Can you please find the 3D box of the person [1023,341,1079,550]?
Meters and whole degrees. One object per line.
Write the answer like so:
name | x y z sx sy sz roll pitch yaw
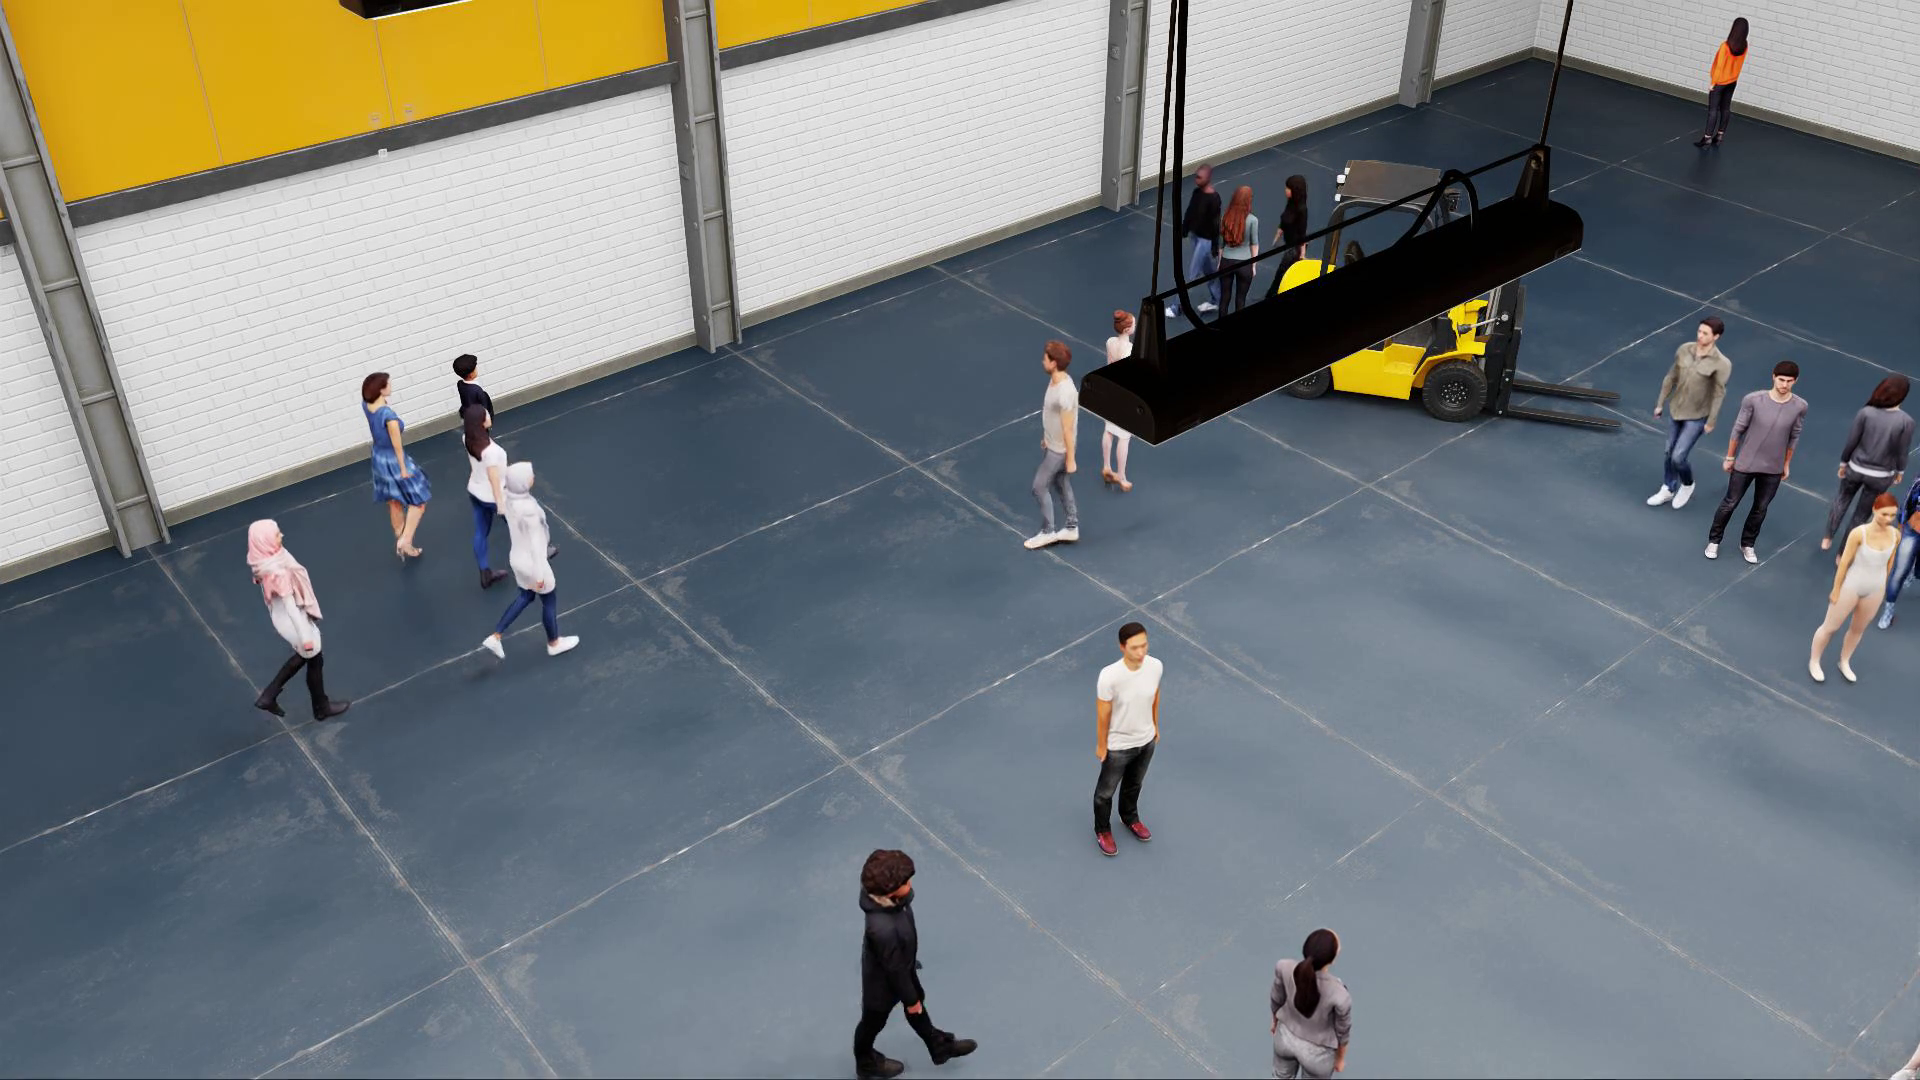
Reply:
person | 0.932 -0.790 14.143 0.915 1.861 0.864 -4 34 -5

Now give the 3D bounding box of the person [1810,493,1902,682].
person | 6.816 0.356 12.616 0.585 1.643 0.668 0 34 0

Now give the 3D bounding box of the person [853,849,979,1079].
person | -0.487 2.437 9.387 1.061 1.750 0.986 1 34 2

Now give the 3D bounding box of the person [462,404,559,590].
person | -3.916 -0.309 13.598 0.705 1.663 0.957 26 42 34

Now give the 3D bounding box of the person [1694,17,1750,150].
person | 10.239 -6.126 22.272 0.577 1.748 0.736 -14 36 -21

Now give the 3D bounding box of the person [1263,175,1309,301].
person | 3.668 -3.133 17.908 1.161 1.594 0.952 -5 34 -8

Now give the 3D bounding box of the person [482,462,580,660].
person | -3.367 0.211 12.728 0.959 1.759 0.619 -26 41 -33

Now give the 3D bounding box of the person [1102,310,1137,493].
person | 1.436 -1.250 14.899 0.484 1.789 0.582 -22 40 -30

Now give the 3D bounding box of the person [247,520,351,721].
person | -4.908 0.646 12.046 0.877 1.790 0.656 -22 39 -29

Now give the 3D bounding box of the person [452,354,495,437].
person | -4.454 -1.142 15.249 0.546 1.223 0.548 21 39 28

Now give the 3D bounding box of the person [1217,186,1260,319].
person | 2.884 -2.860 17.363 0.657 1.743 0.665 15 37 22

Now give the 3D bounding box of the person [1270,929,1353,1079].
person | 1.866 2.733 9.007 0.666 1.678 0.652 24 40 31

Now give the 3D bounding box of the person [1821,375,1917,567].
person | 7.564 -0.541 13.860 0.656 1.759 0.648 26 42 33

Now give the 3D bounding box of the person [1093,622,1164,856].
person | 1.107 1.291 11.062 0.532 1.804 0.731 -17 37 -24

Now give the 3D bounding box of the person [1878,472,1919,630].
person | 7.694 -0.042 13.248 0.745 1.605 1.001 26 41 33

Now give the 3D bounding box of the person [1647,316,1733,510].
person | 6.493 -1.137 14.670 0.745 1.855 0.764 -16 37 -22

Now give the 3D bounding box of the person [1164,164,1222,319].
person | 2.690 -3.237 17.961 1.134 1.709 0.814 -13 36 -19

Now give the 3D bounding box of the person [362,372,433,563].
person | -4.784 -0.555 13.850 0.729 1.793 0.757 22 39 29

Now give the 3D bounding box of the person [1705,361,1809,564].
person | 6.713 -0.668 13.966 0.748 1.853 0.767 7 34 11
